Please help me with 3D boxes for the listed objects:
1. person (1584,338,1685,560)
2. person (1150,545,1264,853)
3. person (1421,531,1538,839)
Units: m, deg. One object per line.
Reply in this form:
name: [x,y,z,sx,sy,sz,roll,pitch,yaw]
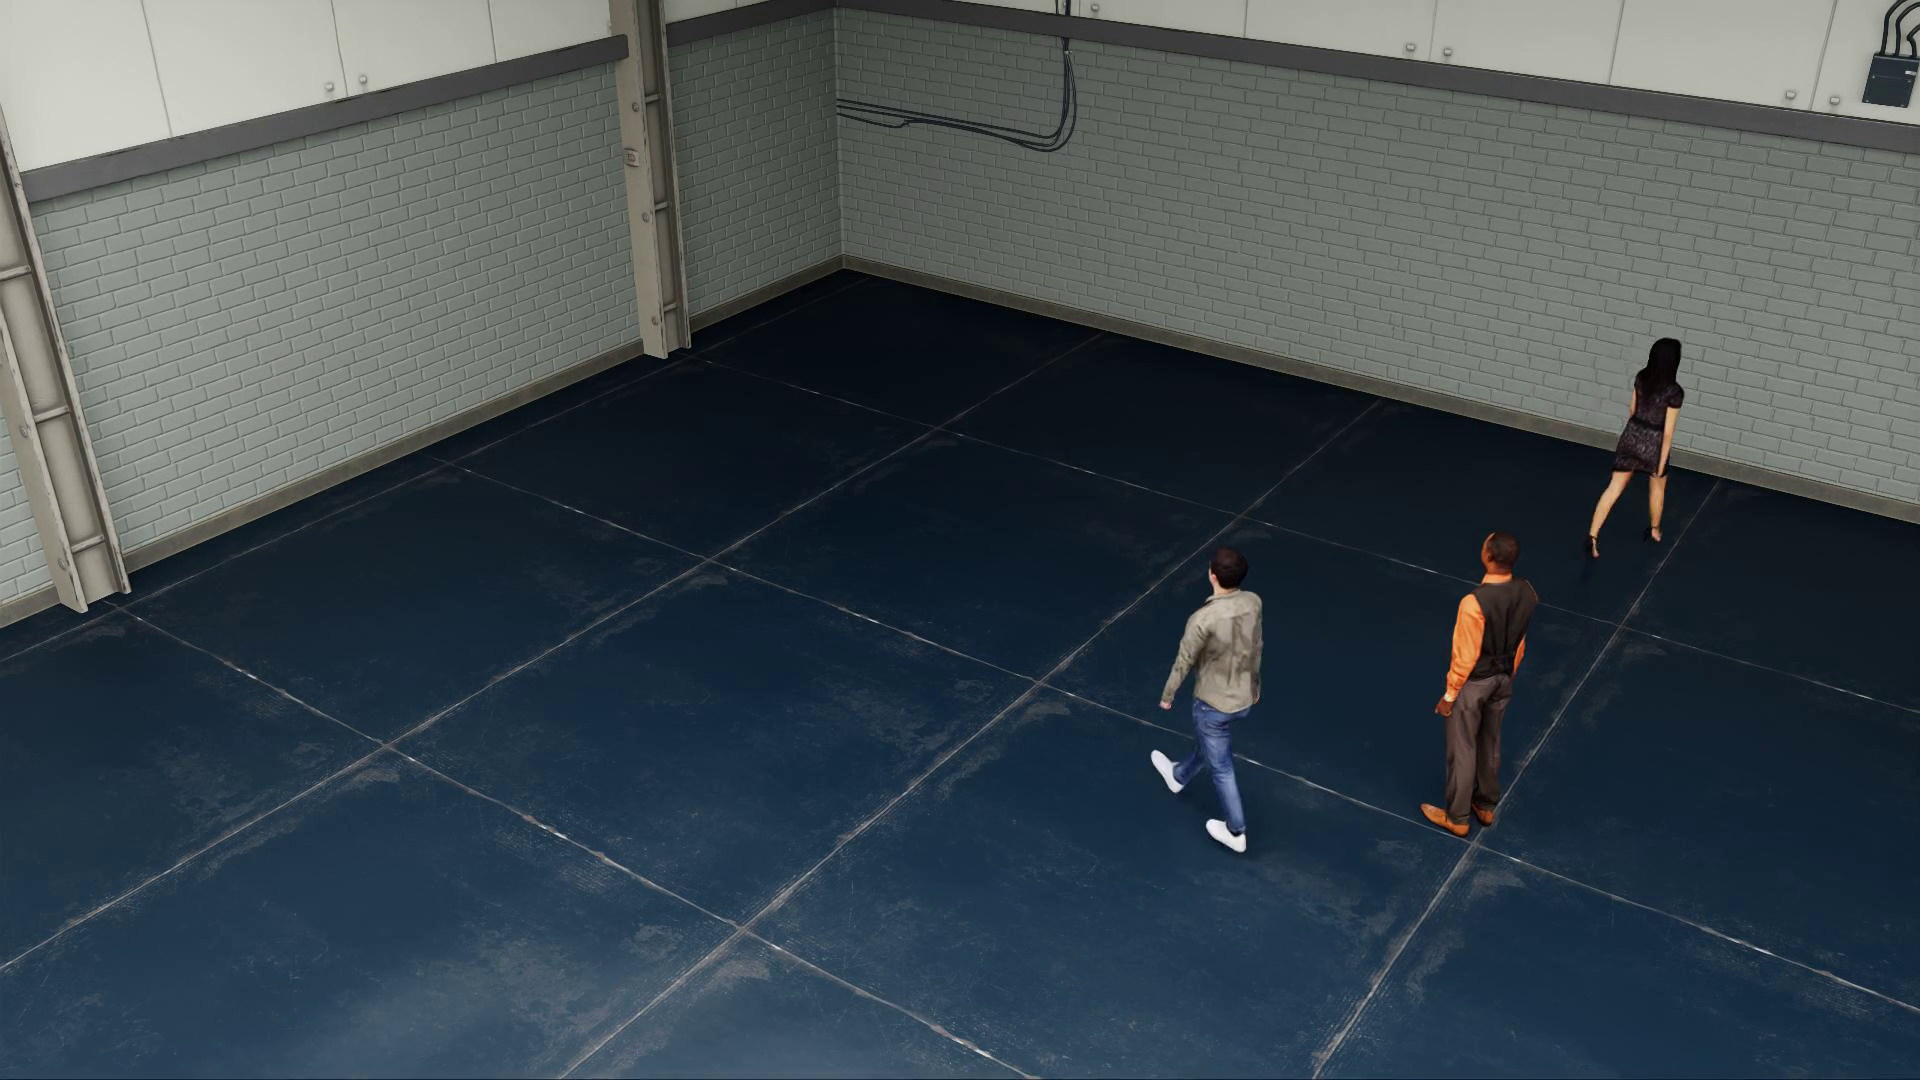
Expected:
person: [4.982,-0.623,12.314,1.173,1.745,0.849,-18,33,-30]
person: [1.509,0.944,9.291,1.156,1.822,1.018,-19,33,-31]
person: [2.962,0.818,9.436,0.723,1.907,0.855,-14,31,-24]
